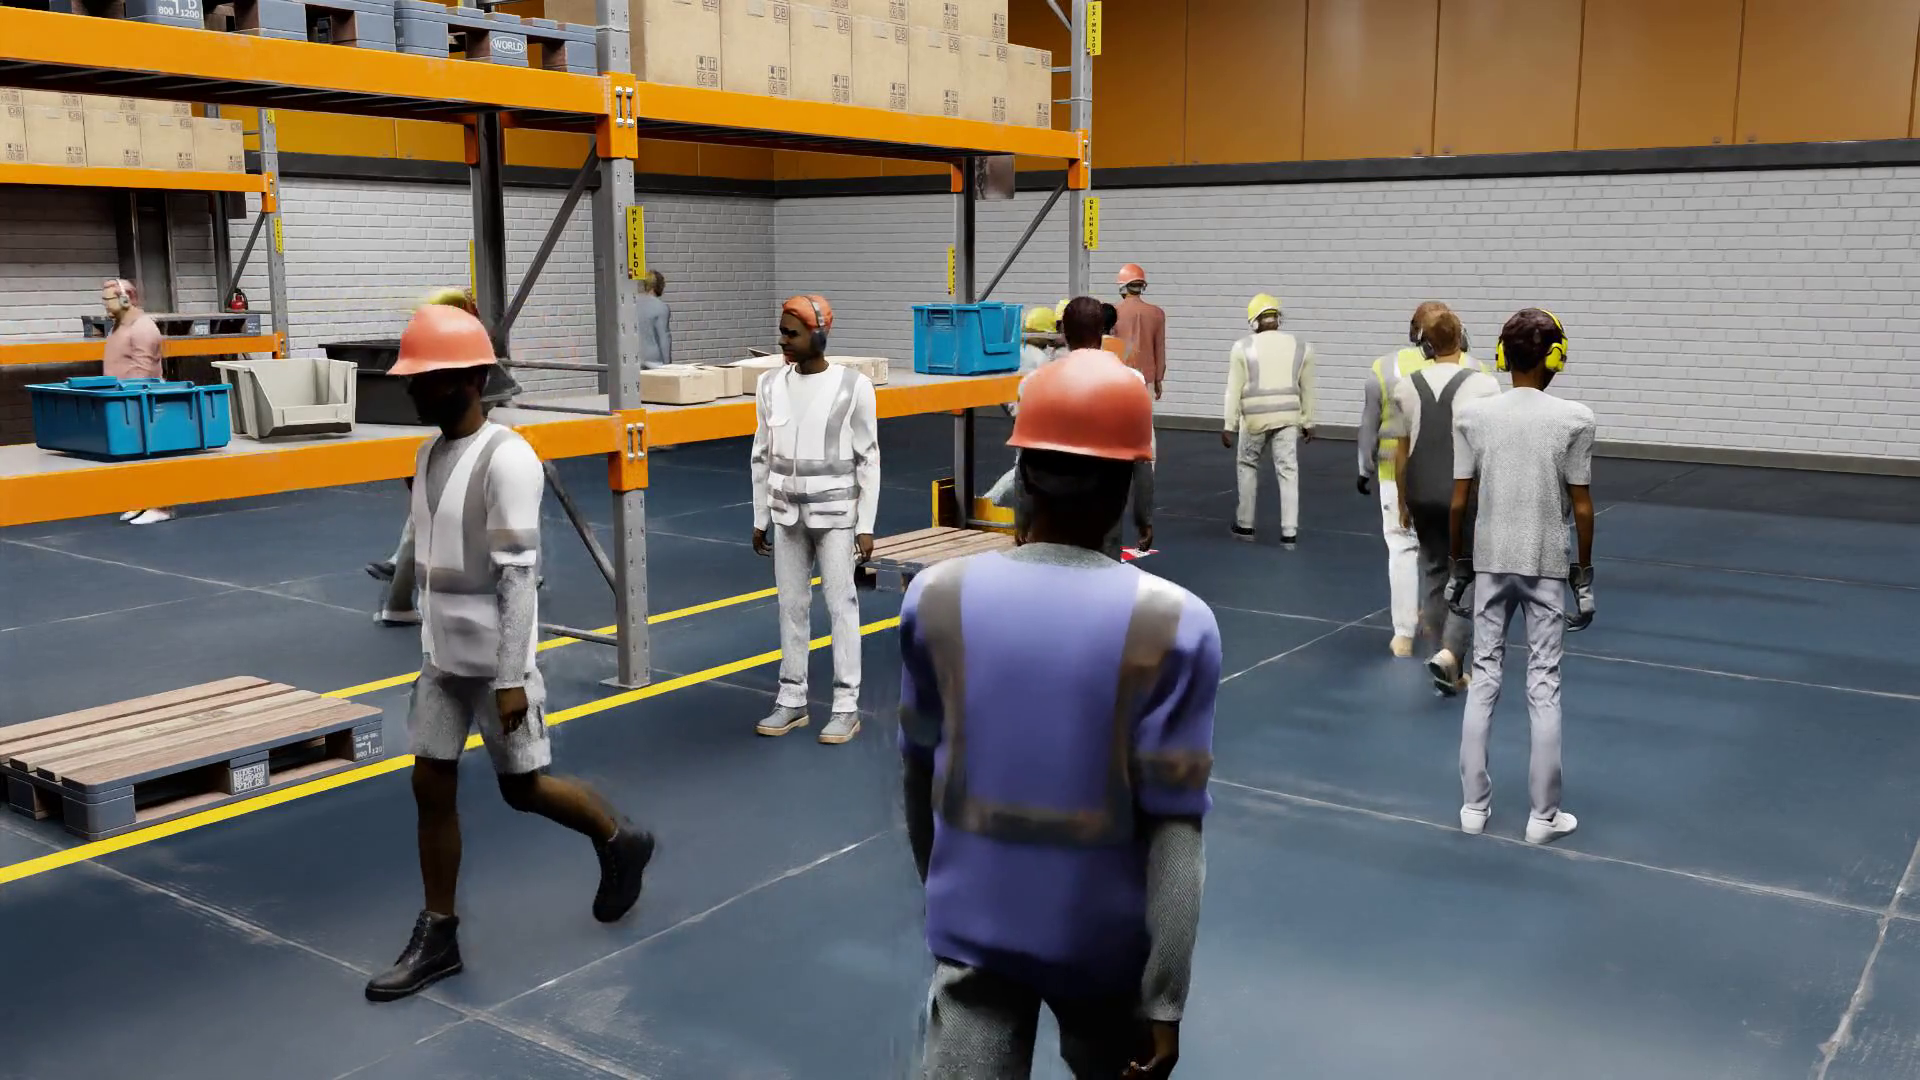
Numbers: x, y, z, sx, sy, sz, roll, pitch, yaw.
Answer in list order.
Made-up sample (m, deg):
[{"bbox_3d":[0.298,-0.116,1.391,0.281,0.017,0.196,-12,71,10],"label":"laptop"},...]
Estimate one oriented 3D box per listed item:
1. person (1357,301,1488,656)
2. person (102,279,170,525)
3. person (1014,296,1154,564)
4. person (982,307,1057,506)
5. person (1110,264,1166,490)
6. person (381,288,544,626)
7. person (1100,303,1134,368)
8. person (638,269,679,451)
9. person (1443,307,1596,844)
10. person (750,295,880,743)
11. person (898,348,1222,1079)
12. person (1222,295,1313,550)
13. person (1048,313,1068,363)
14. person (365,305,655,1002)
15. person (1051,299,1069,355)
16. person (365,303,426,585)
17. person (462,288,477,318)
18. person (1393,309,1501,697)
[{"bbox_3d":[2.418,-0.339,8.762,0.642,1.806,0.893,2,10,9],"label":"person"},{"bbox_3d":[-6.334,-1.044,12.733,0.640,1.885,0.462,8,12,39],"label":"person"},{"bbox_3d":[0.533,-0.130,7.334,0.619,1.878,0.872,3,10,16],"label":"person"},{"bbox_3d":[0.465,-0.863,12.207,0.830,1.698,0.479,-3,10,-15],"label":"person"},{"bbox_3d":[1.501,-1.416,14.609,0.626,1.991,0.393,-3,10,-19],"label":"person"},{"bbox_3d":[-2.853,-0.474,9.376,1.029,1.868,0.603,-7,12,-38],"label":"person"},{"bbox_3d":[1.152,-1.122,13.814,0.546,1.666,0.730,-5,11,-26],"label":"person"},{"bbox_3d":[-3.232,-1.893,17.633,0.655,1.933,0.438,8,12,40],"label":"person"},{"bbox_3d":[1.956,0.126,5.819,0.521,1.865,0.328,6,11,31],"label":"person"},{"bbox_3d":[-0.617,-0.083,7.001,0.583,1.881,0.337,4,10,24],"label":"person"},{"bbox_3d":[0.142,0.637,2.750,0.552,1.890,0.989,2,10,13],"label":"person"},{"bbox_3d":[2.174,-0.845,11.847,0.692,1.771,0.851,-2,10,-10],"label":"person"},{"bbox_3d":[0.756,-0.962,13.029,0.360,1.620,0.522,2,10,14],"label":"person"},{"bbox_3d":[-1.304,0.288,4.727,0.551,1.915,0.856,8,12,39],"label":"person"},{"bbox_3d":[0.740,-0.879,12.139,0.845,1.729,0.537,2,10,10],"label":"person"},{"bbox_3d":[-3.190,-0.577,10.237,0.610,1.778,0.935,9,13,42],"label":"person"},{"bbox_3d":[-4.051,-1.213,13.981,0.963,1.792,0.589,-8,12,-38],"label":"person"},{"bbox_3d":[2.221,-0.146,7.623,0.561,1.809,0.535,6,11,33],"label":"person"}]
